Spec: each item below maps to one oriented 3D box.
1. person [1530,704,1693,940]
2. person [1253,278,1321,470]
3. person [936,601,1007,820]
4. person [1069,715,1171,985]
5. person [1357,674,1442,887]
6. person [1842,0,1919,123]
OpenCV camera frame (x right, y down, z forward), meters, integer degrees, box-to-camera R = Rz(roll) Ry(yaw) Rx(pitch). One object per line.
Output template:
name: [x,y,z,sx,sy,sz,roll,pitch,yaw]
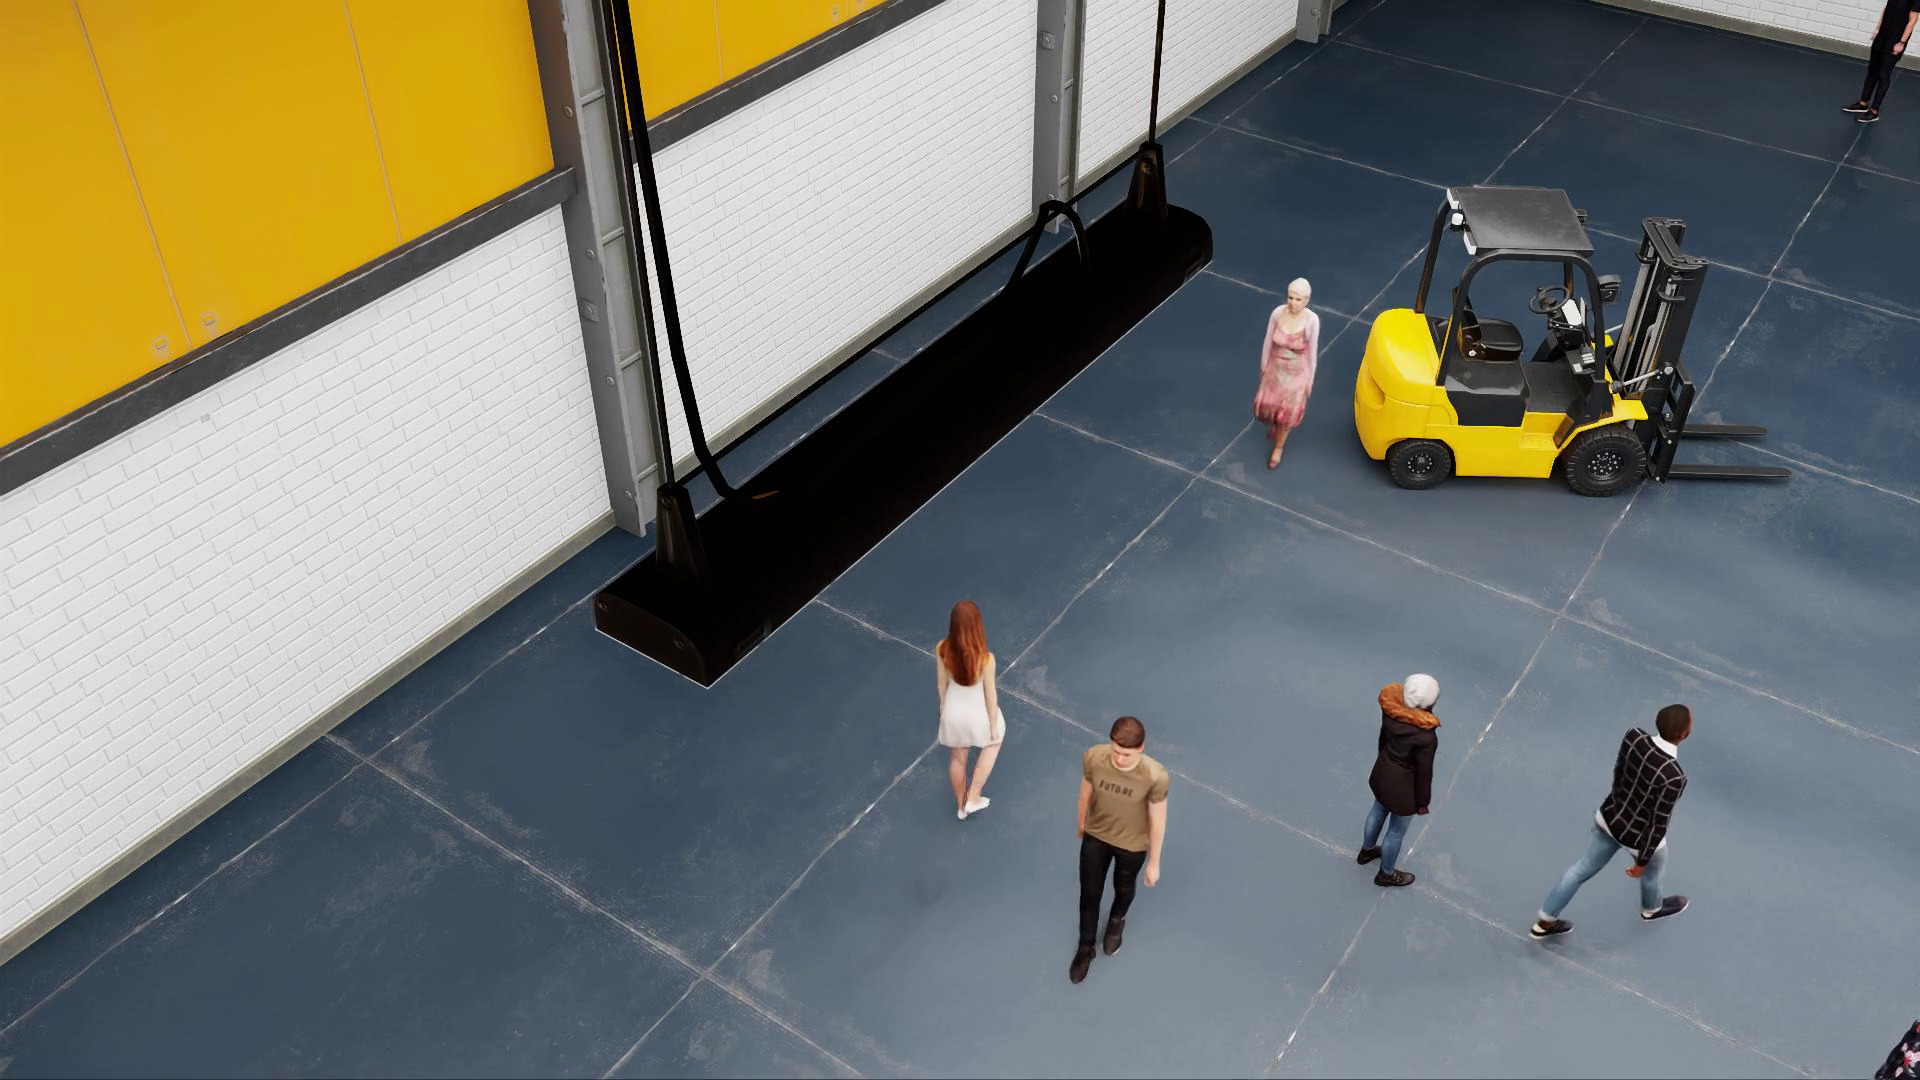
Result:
person: [3.692,1.658,9.403,1.314,1.763,1.140,-13,40,-15]
person: [2.621,-1.370,13.258,0.686,1.684,0.779,14,41,17]
person: [0.020,1.110,10.138,0.636,1.703,0.664,16,41,19]
person: [0.924,1.626,9.388,0.817,1.832,0.929,14,41,17]
person: [2.605,1.404,9.825,0.787,1.634,0.749,-13,40,-16]
person: [10.289,-5.558,18.360,0.830,1.862,0.755,-4,39,-5]
